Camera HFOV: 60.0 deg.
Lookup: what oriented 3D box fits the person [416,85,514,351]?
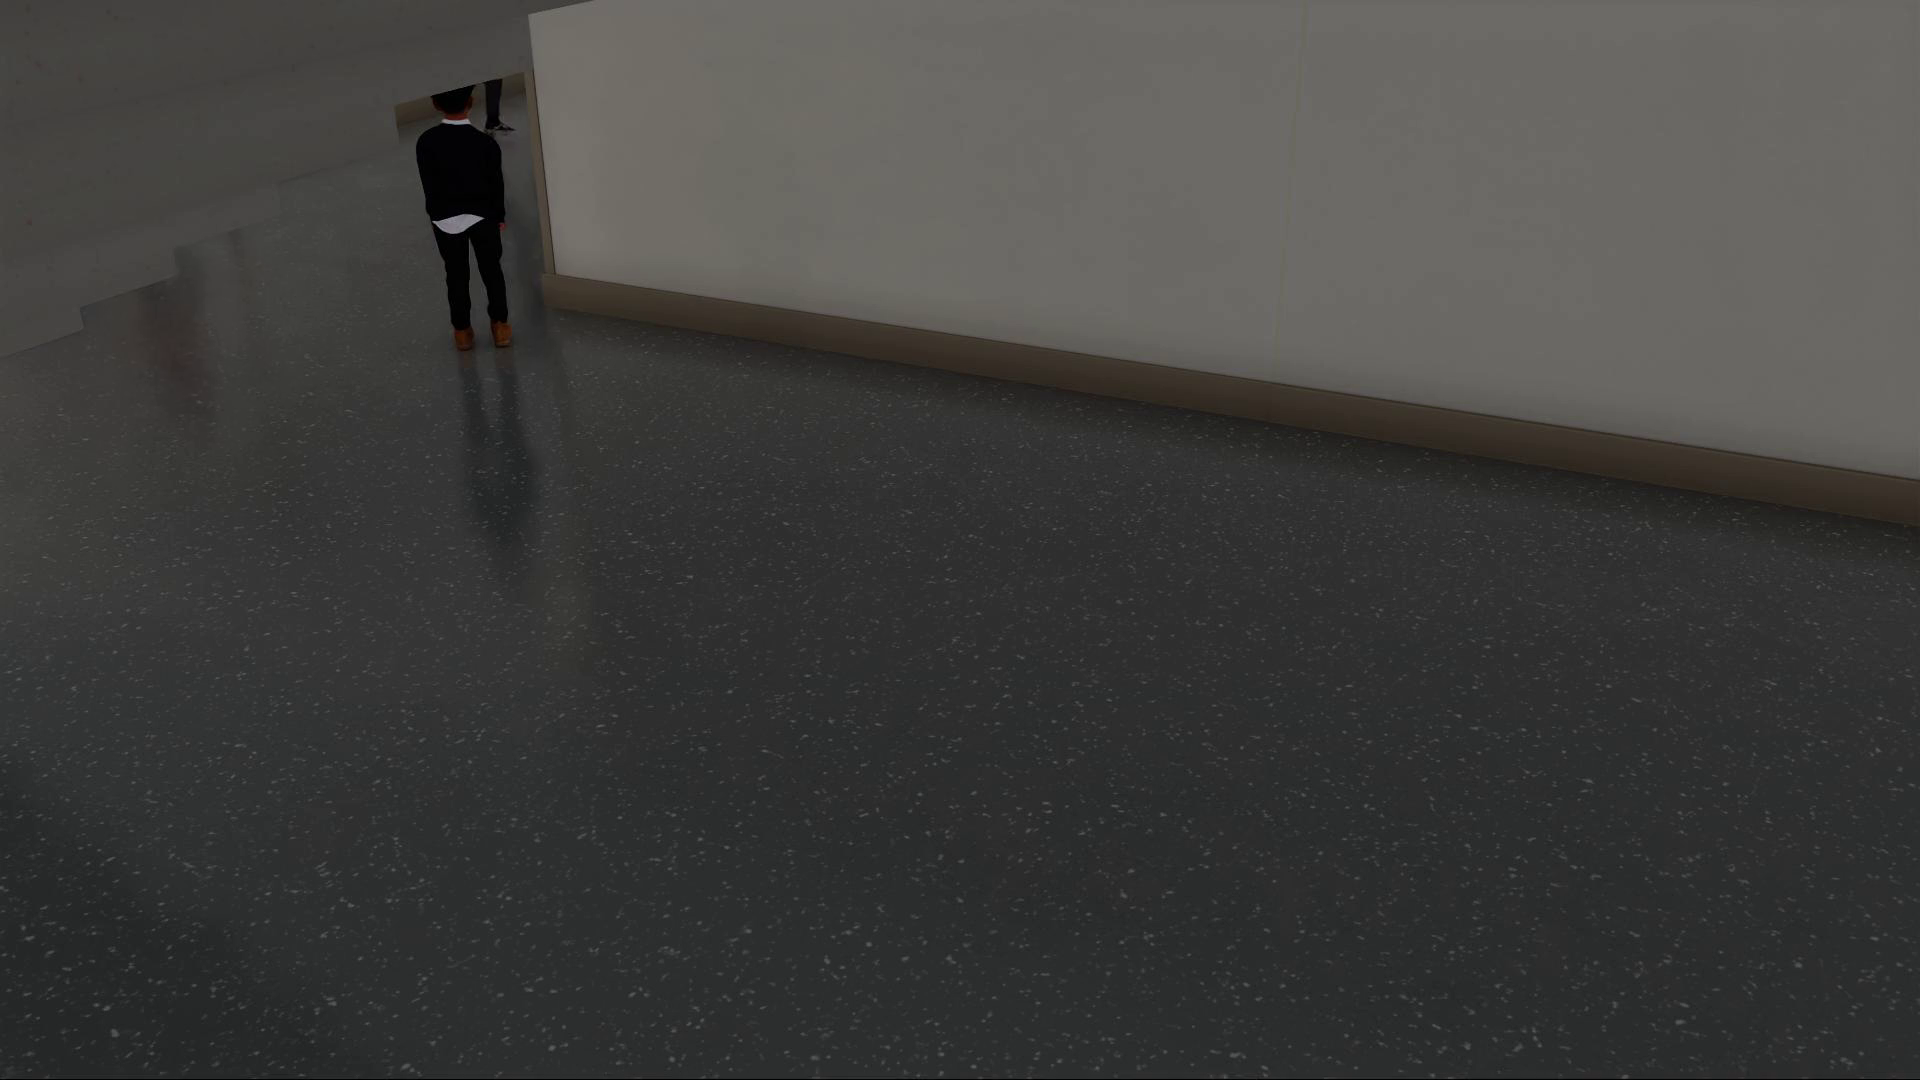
[{"bbox_3d":[-2.122,-1.424,7.128,0.570,1.222,0.636,-8,27,-15],"label":"person"}]
